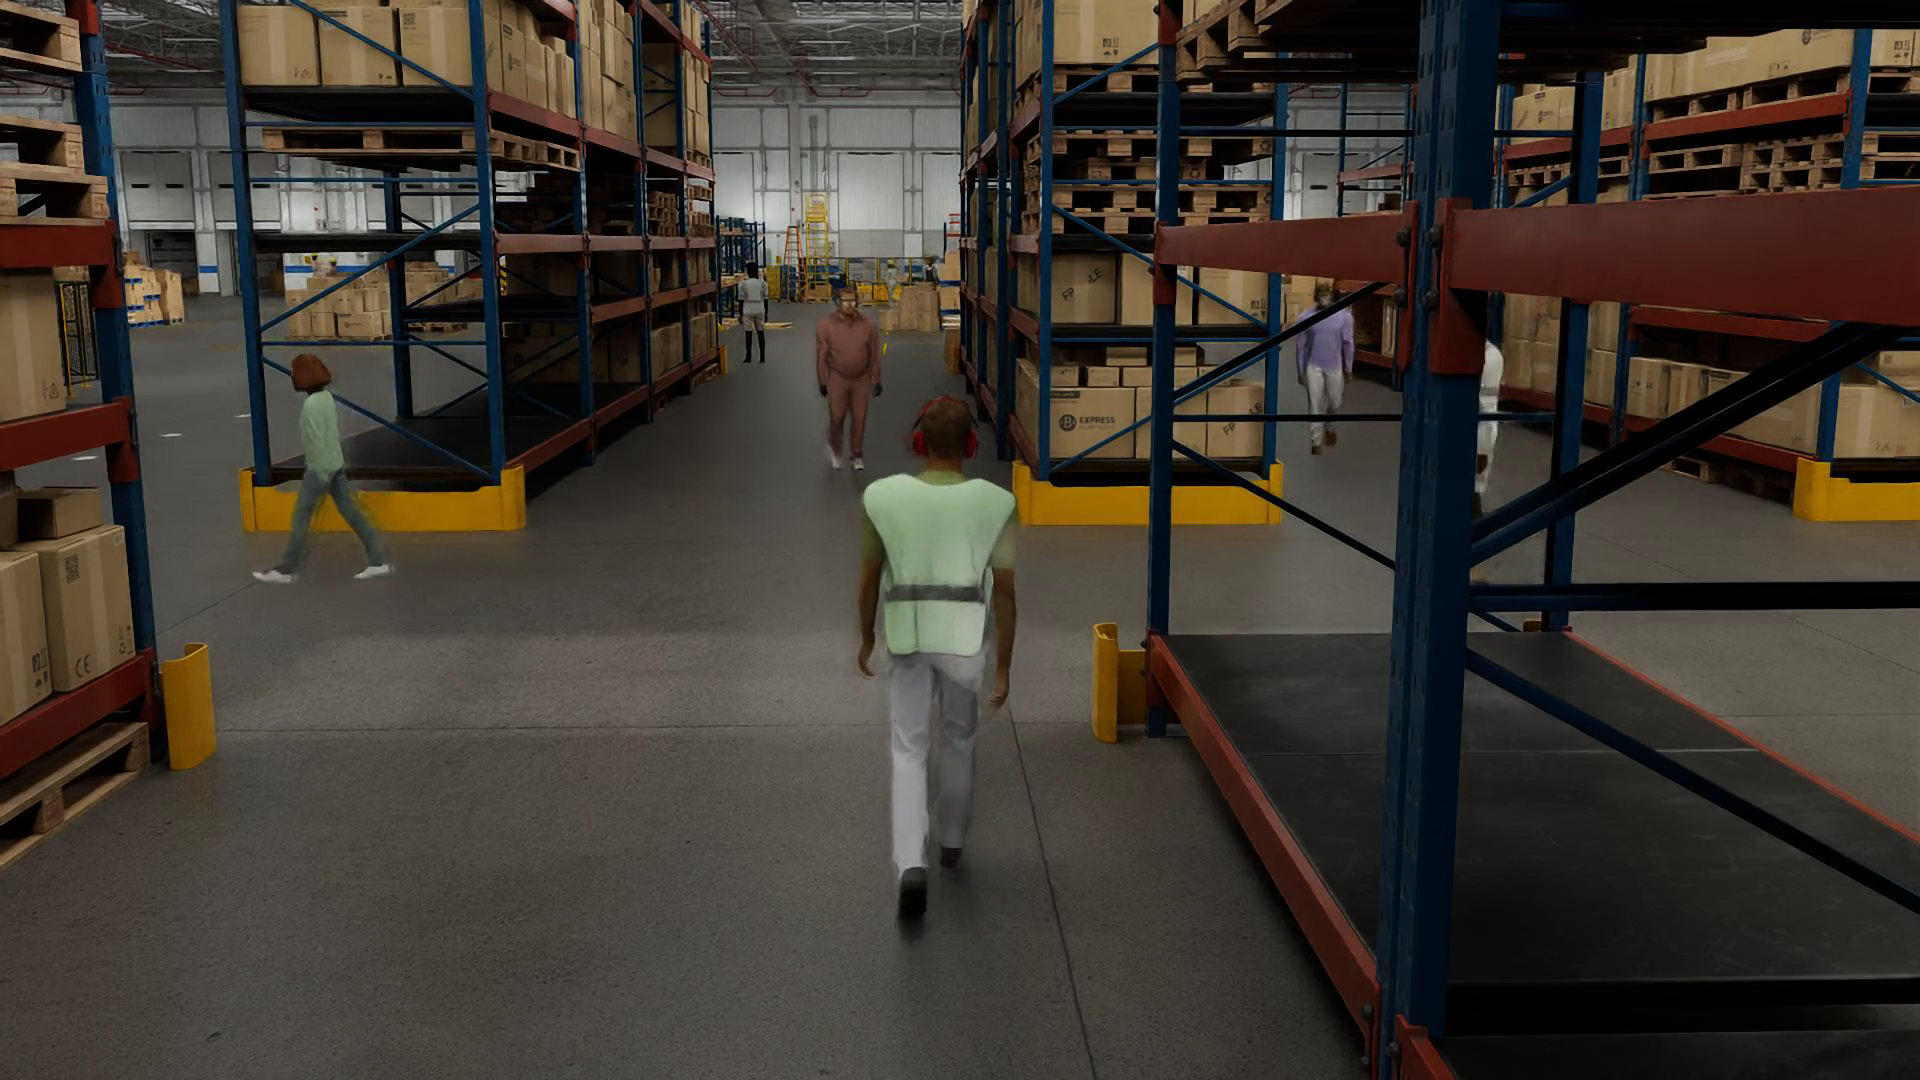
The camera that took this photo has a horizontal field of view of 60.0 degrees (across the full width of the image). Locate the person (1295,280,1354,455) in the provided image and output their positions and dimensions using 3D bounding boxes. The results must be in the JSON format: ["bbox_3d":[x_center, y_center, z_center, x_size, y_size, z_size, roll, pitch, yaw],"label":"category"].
[{"bbox_3d":[4.020,-1.904,18.390,0.628,1.928,0.502,2,10,10],"label":"person"}]

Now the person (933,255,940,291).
[{"bbox_3d":[-0.919,-8.991,58.033,1.094,1.862,0.635,3,11,17],"label":"person"}]

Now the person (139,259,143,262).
[{"bbox_3d":[-24.132,-7.333,48.884,0.867,1.846,0.517,1,10,7],"label":"person"}]

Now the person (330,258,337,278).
[{"bbox_3d":[-23.993,-9.925,63.598,0.773,1.738,0.523,-2,10,-12],"label":"person"}]

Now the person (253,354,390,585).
[{"bbox_3d":[-4.390,-0.483,11.424,0.872,1.587,0.512,-1,10,-5],"label":"person"}]

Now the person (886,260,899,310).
[{"bbox_3d":[-2.332,-8.789,57.284,0.539,1.732,0.496,8,13,36],"label":"person"}]

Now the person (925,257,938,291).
[{"bbox_3d":[-0.953,-8.373,54.649,0.506,1.846,0.348,8,13,39],"label":"person"}]

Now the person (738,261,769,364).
[{"bbox_3d":[-3.971,-4.360,31.954,0.606,1.966,0.367,-4,11,-21],"label":"person"}]

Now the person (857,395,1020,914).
[{"bbox_3d":[-0.081,0.390,5.950,0.589,1.813,0.918,0,10,-1],"label":"person"}]

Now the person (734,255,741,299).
[{"bbox_3d":[-8.088,-9.600,61.527,1.001,1.828,0.603,-2,10,-11],"label":"person"}]

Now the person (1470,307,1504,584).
[{"bbox_3d":[3.420,-0.678,11.285,0.426,2.018,0.621,-3,11,-16],"label":"person"}]

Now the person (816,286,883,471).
[{"bbox_3d":[-1.126,-1.642,17.046,0.656,1.889,0.534,-3,10,-14],"label":"person"}]

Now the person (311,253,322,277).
[{"bbox_3d":[-26.050,-10.690,67.327,0.377,1.929,0.585,1,10,8],"label":"person"}]
